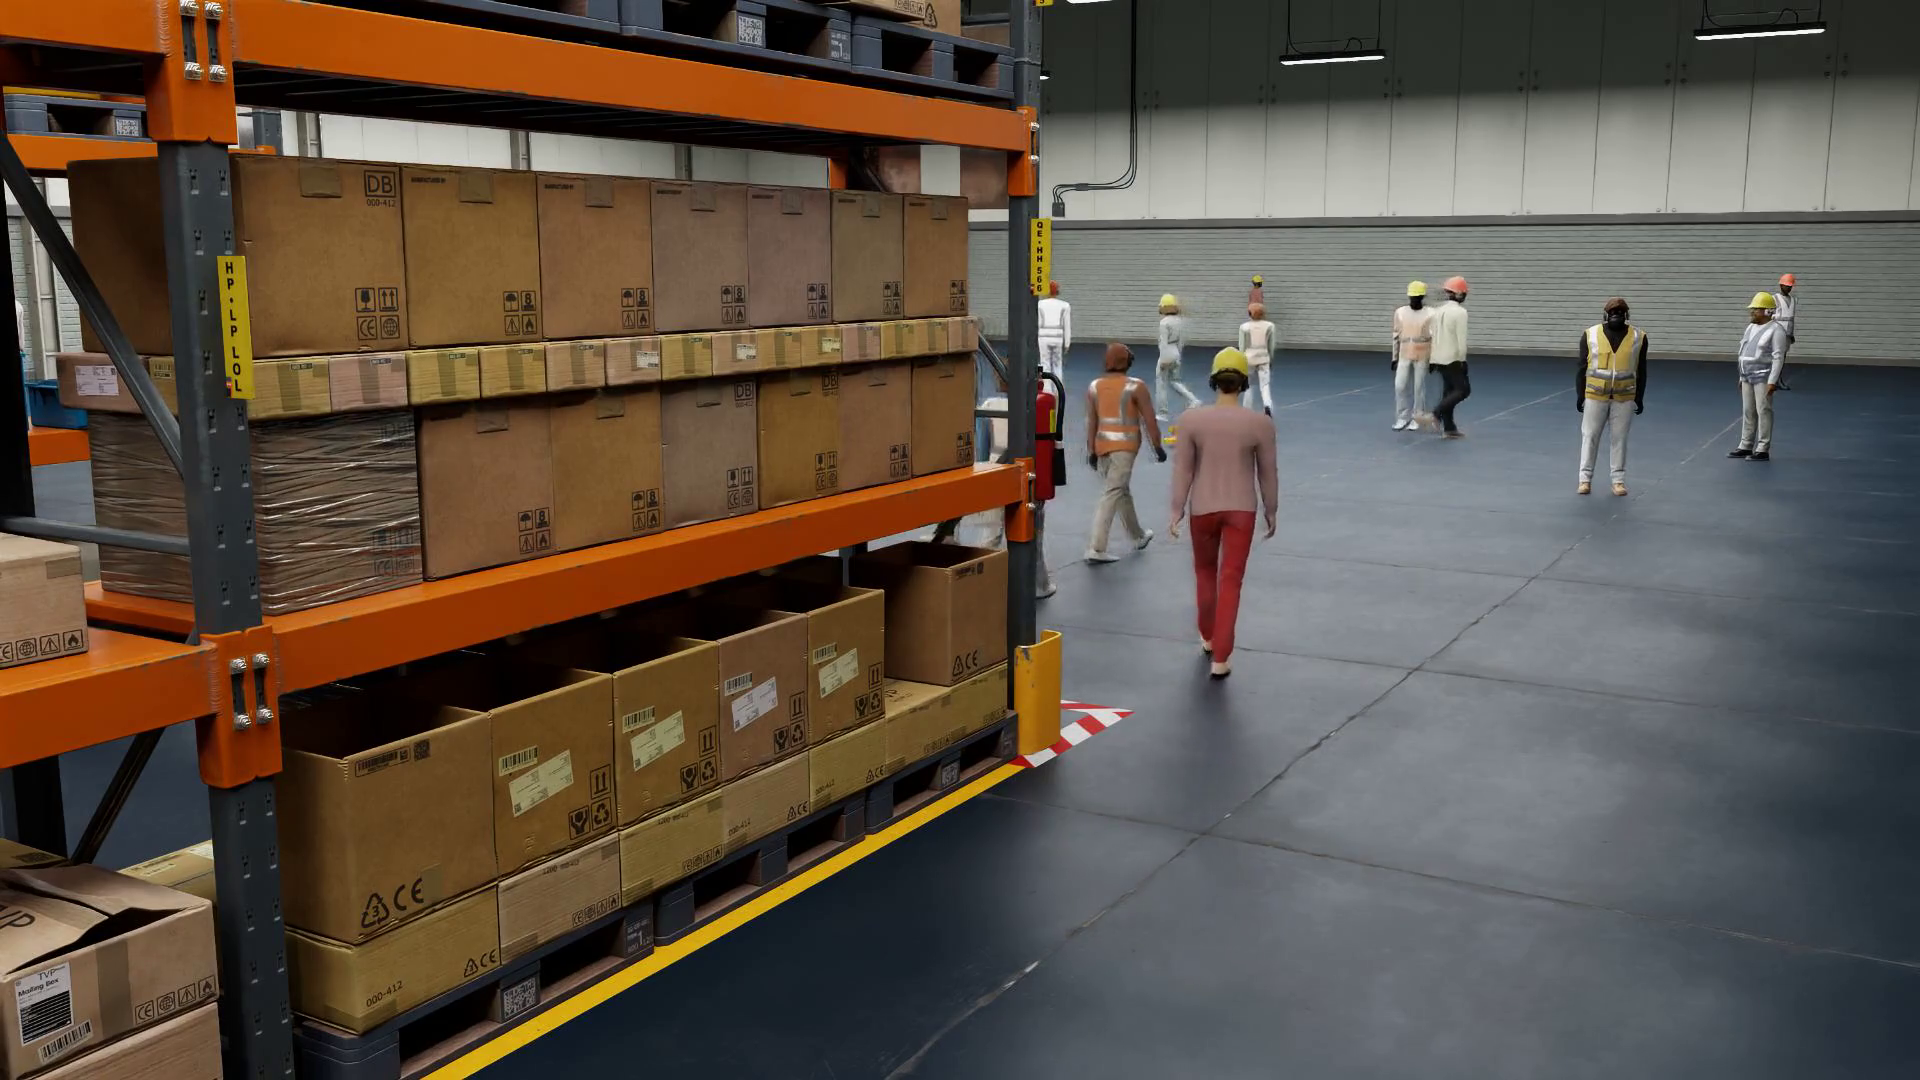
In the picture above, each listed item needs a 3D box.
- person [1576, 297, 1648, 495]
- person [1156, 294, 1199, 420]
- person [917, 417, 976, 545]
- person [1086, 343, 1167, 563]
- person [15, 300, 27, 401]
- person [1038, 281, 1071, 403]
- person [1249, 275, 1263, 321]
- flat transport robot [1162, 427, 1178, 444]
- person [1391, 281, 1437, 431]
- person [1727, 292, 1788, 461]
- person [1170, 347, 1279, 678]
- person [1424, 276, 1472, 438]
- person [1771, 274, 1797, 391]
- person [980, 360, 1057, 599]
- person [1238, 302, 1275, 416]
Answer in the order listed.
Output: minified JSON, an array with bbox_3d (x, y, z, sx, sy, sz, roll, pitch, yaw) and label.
[{"bbox_3d":[6.080,-1.337,15.550,0.621,1.845,0.429,3,10,16],"label":"person"},{"bbox_3d":[2.876,-2.455,22.452,0.622,1.728,0.488,7,12,36],"label":"person"},{"bbox_3d":[0.023,-0.846,12.747,0.651,1.822,0.519,-1,10,-7],"label":"person"},{"bbox_3d":[1.197,-0.647,12.255,0.888,1.579,0.523,-9,13,-43],"label":"person"},{"bbox_3d":[-13.607,-2.747,23.616,0.400,1.907,0.644,4,10,21],"label":"person"},{"bbox_3d":[1.339,-2.963,25.067,0.599,1.846,0.926,-1,10,-6],"label":"person"},{"bbox_3d":[7.053,-5.399,39.543,0.309,1.772,0.525,-4,10,-22],"label":"person"},{"bbox_3d":[3.043,-1.277,19.789,0.652,0.197,1.431,7,12,36],"label":"flat transport robot"},{"bbox_3d":[5.747,-2.328,21.152,0.622,1.903,0.682,6,11,32],"label":"person"},{"bbox_3d":[8.692,-1.774,18.131,0.403,1.835,0.586,-2,10,-10],"label":"person"},{"bbox_3d":[1.444,-0.170,8.995,0.553,1.729,0.837,3,10,17],"label":"person"},{"bbox_3d":[5.957,-2.208,20.225,0.537,1.983,0.635,-2,10,-12],"label":"person"},{"bbox_3d":[13.640,-3.441,27.596,0.547,1.934,0.376,-3,10,-17],"label":"person"},{"bbox_3d":[0.333,-0.360,10.547,0.532,1.592,0.856,6,11,30],"label":"person"},{"bbox_3d":[3.974,-2.368,22.222,0.515,1.619,0.662,0,10,-3],"label":"person"}]
